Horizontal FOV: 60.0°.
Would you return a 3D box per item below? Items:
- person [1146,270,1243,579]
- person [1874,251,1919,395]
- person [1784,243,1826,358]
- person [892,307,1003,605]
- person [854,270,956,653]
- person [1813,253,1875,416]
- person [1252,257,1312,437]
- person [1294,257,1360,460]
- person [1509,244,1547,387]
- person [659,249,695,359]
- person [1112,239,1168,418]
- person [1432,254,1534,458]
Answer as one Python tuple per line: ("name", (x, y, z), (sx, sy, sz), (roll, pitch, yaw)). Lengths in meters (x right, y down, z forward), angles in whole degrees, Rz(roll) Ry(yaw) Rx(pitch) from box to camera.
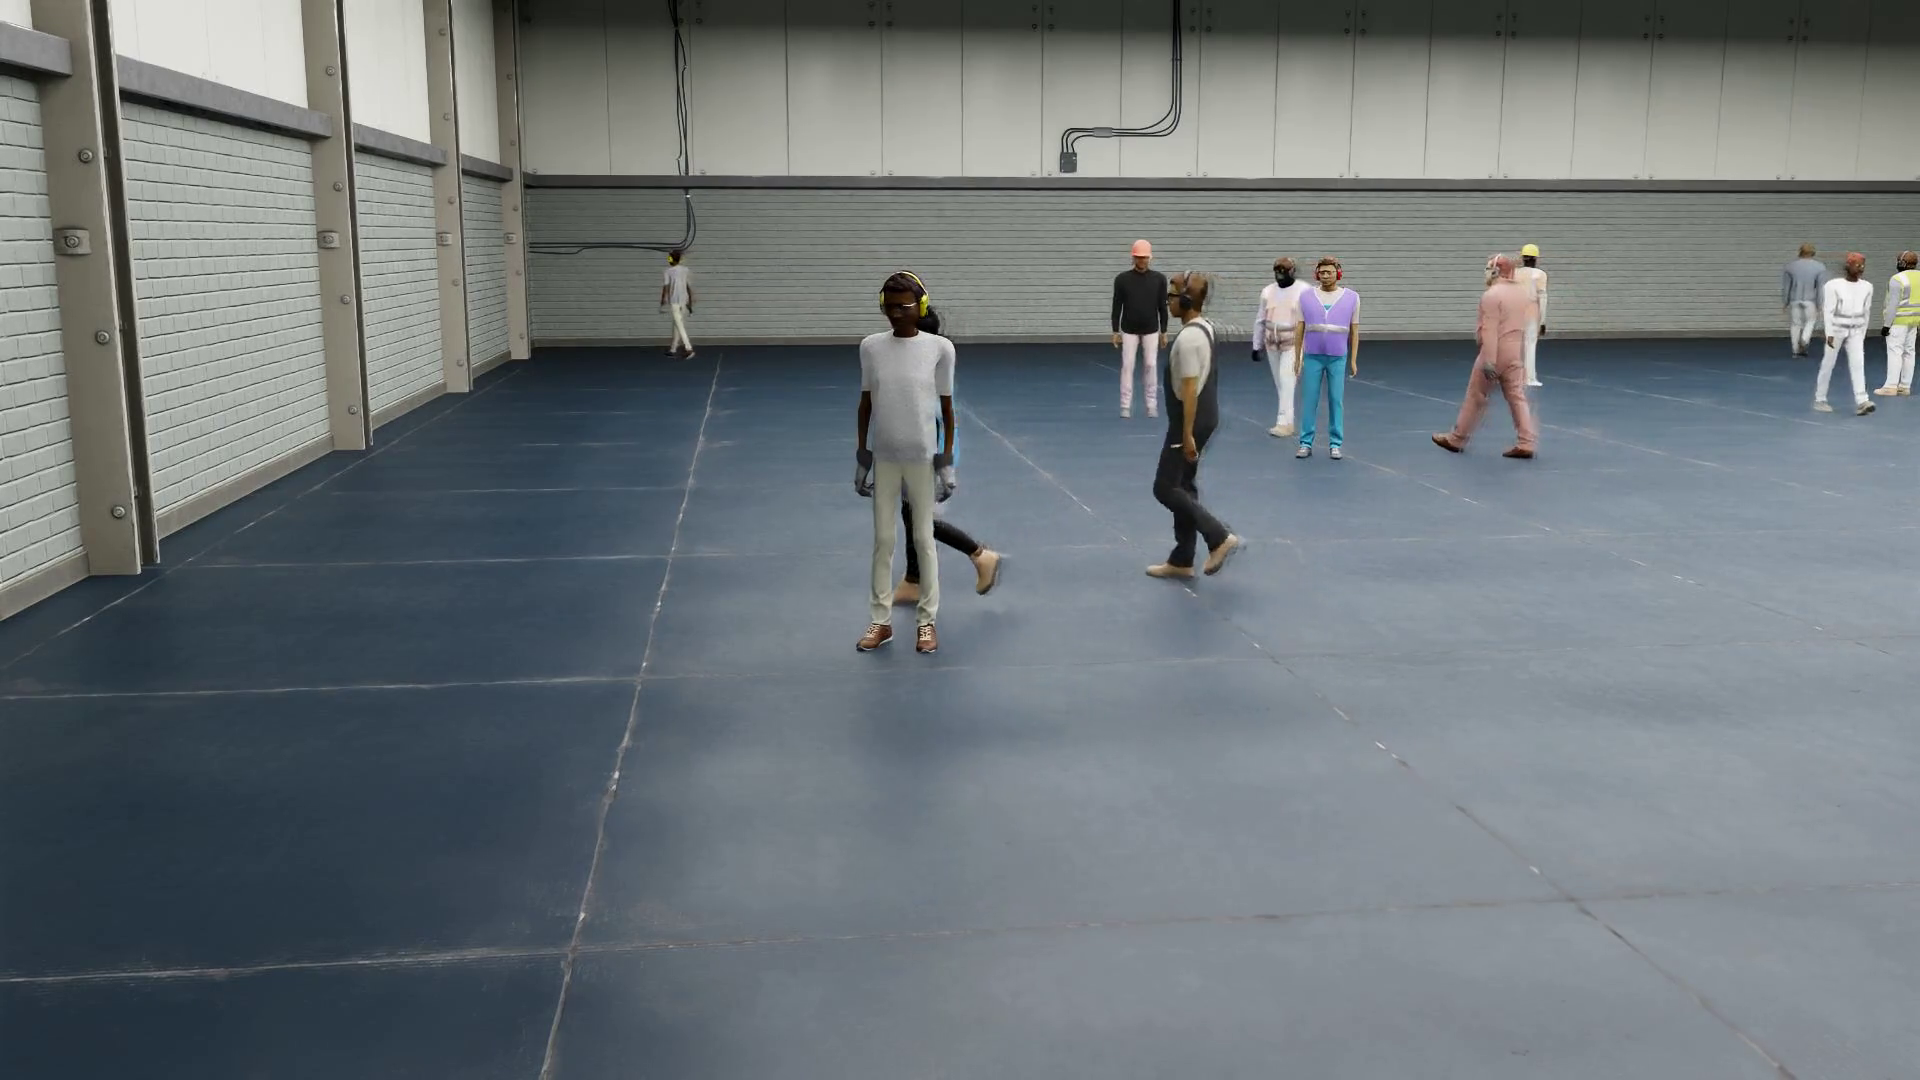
("person", (1.381, -0.652, 9.726), (0.505, 1.831, 0.516), (5, 11, 23))
("person", (12.062, -2.773, 21.323), (0.628, 1.843, 0.429), (-5, 11, -24))
("person", (14.084, -3.990, 27.786), (0.629, 1.925, 0.462), (7, 13, 35))
("person", (-0.121, -0.453, 9.034), (0.619, 1.682, 0.549), (-2, 10, -8))
("person", (-0.272, -0.376, 8.120), (0.514, 1.865, 0.329), (2, 11, 11))
("person", (10.146, -2.346, 19.003), (0.578, 1.829, 0.985), (0, 10, 1))
("person", (3.246, -1.954, 16.916), (0.652, 1.807, 0.822), (10, 14, 42))
("person", (3.345, -1.658, 15.194), (0.571, 1.843, 0.373), (3, 11, 16))
("person", (7.686, -3.045, 22.573), (0.377, 1.924, 0.593), (-10, 14, -43))
("person", (-4.679, -3.917, 27.659), (0.922, 1.826, 0.512), (8, 13, 38))
("person", (2.013, -2.361, 18.640), (0.624, 1.991, 0.395), (1, 10, 4))
("person", (4.909, -1.693, 15.352), (0.669, 1.853, 1.011), (-9, 13, -40))
